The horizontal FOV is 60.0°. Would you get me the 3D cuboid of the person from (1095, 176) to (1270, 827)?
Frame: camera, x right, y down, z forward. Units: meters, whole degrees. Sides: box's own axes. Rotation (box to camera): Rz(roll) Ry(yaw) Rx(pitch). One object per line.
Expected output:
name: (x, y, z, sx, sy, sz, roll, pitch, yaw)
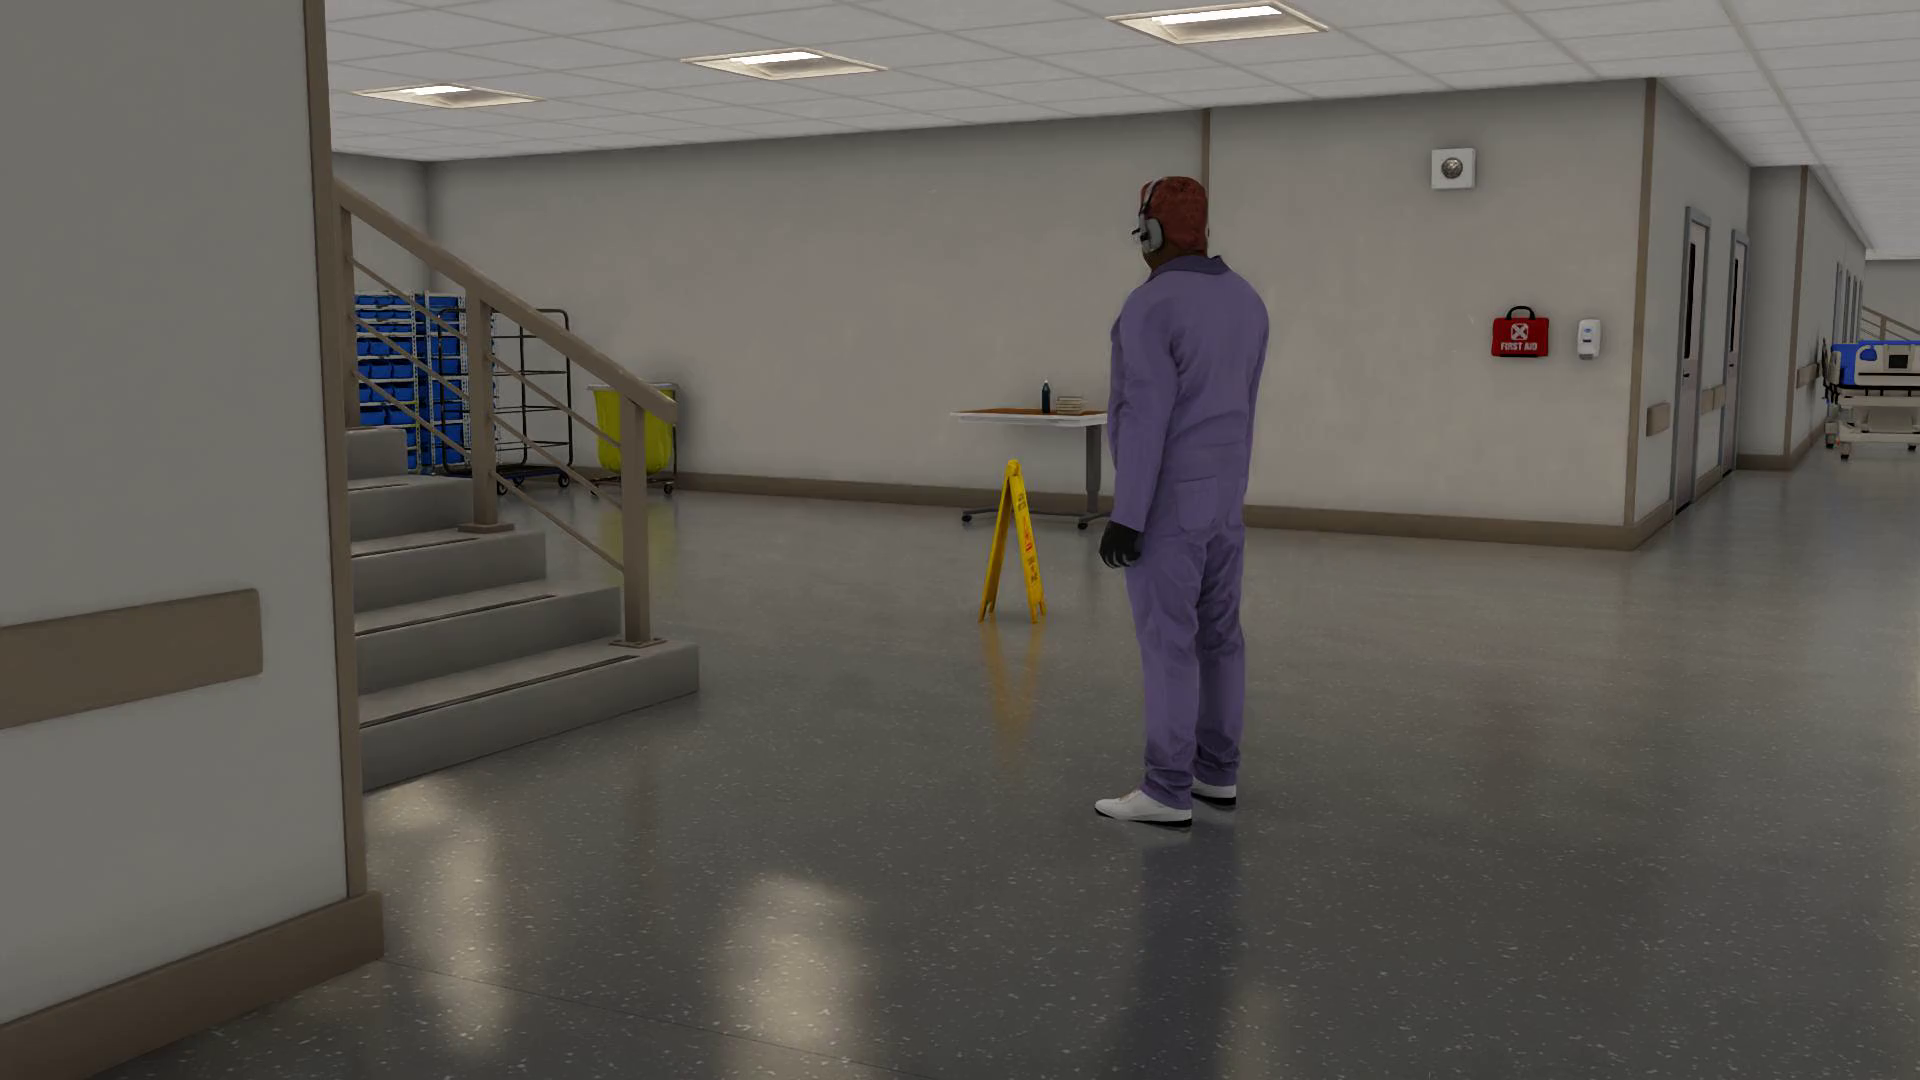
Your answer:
person: (0.632, -0.111, 4.944, 0.404, 1.903, 0.636, 6, 10, 41)
